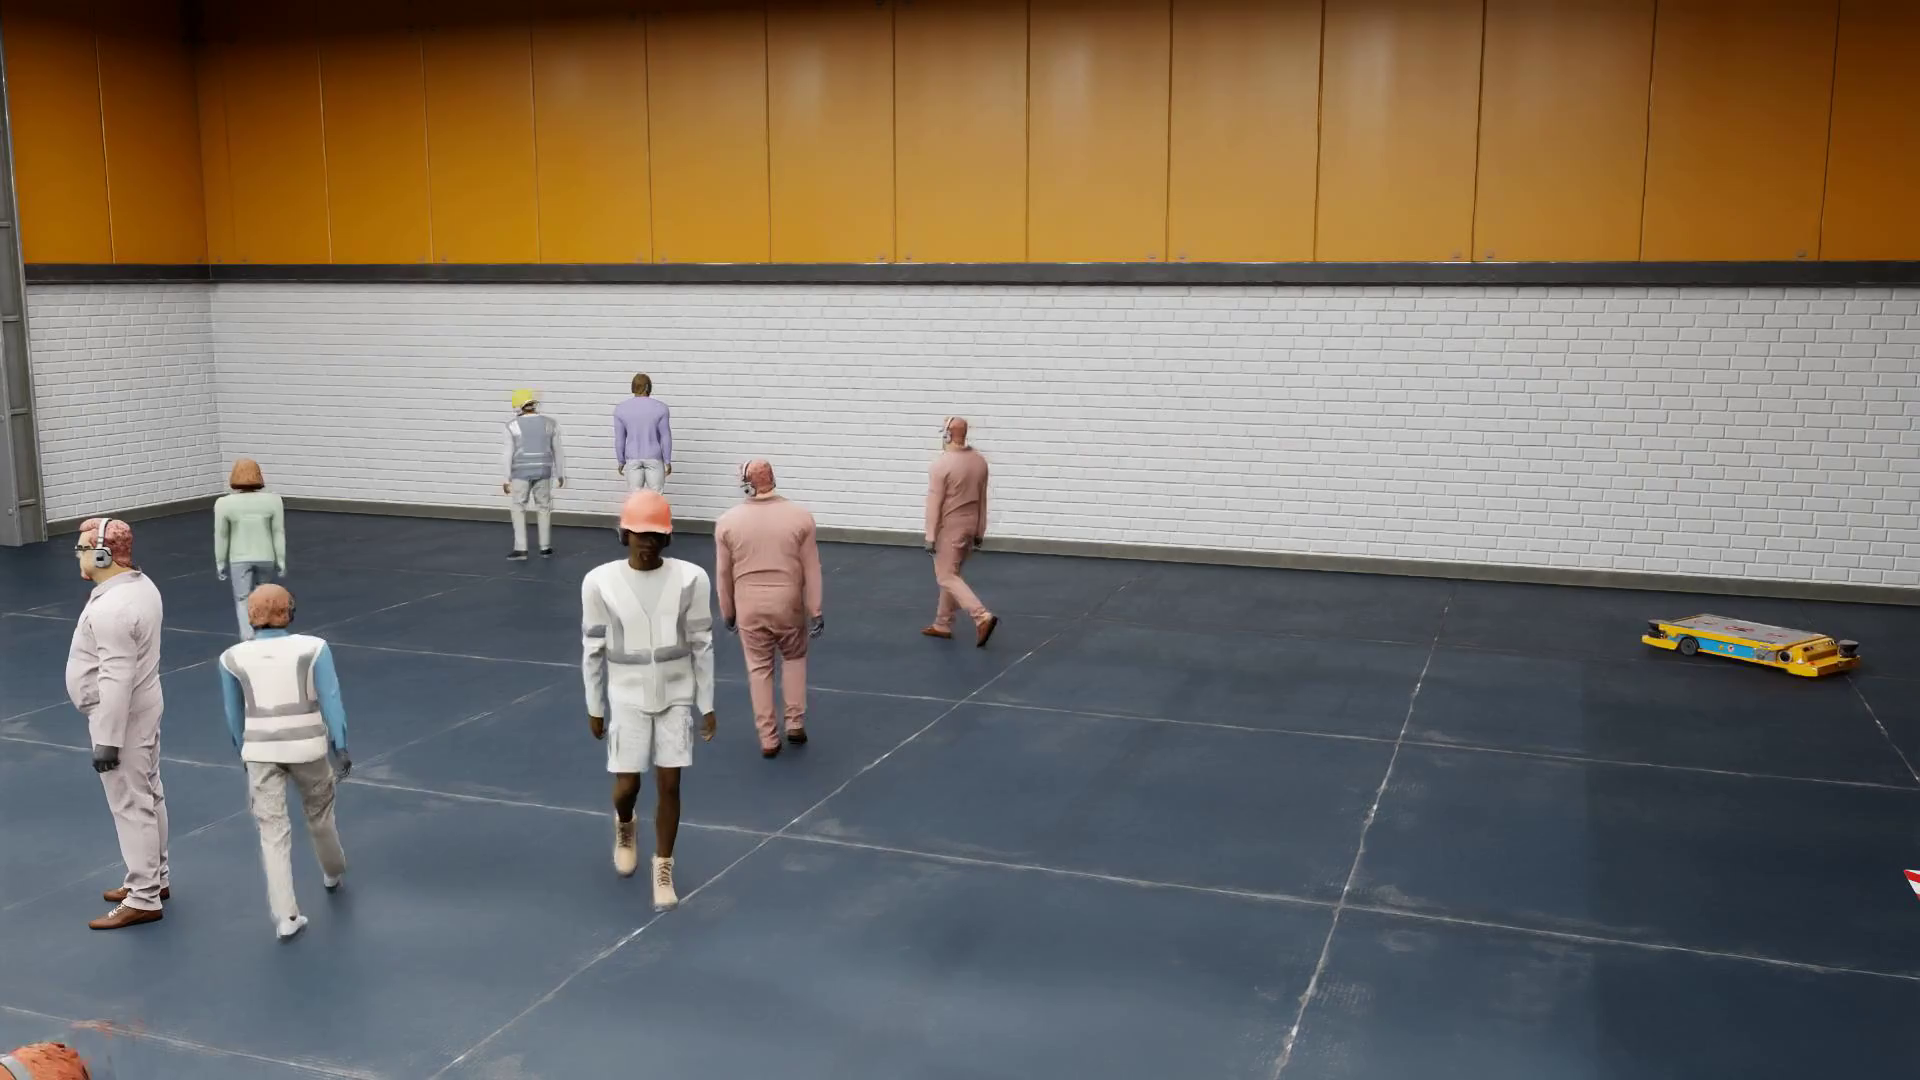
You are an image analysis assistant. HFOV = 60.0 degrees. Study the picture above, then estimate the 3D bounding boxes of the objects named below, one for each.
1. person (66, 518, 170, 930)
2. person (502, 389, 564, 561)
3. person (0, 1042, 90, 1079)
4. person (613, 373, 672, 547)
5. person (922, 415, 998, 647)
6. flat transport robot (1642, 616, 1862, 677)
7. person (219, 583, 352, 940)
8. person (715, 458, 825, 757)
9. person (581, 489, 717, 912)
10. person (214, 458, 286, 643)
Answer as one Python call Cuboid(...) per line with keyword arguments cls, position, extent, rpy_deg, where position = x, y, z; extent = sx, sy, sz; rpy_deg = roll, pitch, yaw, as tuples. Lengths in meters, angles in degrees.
Cuboid(cls="person", position=(-3.928, 0.842, 7.761), extent=(0.408, 1.909, 0.642), rpy_deg=(-3, 10, -16))
Cuboid(cls="person", position=(-4.528, -0.684, 17.547), extent=(0.762, 1.809, 0.429), rpy_deg=(-5, 11, -30))
Cuboid(cls="person", position=(-1.439, 1.704, 2.618), extent=(0.600, 1.830, 0.964), rpy_deg=(5, 10, 29))
Cuboid(cls="person", position=(-3.468, -0.864, 18.261), extent=(0.627, 1.934, 0.370), rpy_deg=(0, 9, -1))
Cuboid(cls="person", position=(-0.007, -0.075, 13.536), extent=(0.812, 1.878, 0.652), rpy_deg=(7, 12, 37))
Cuboid(cls="flat transport robot", position=(6.194, 0.805, 13.051), extent=(0.652, 0.197, 1.431), rpy_deg=(-6, 11, -35))
Cuboid(cls="person", position=(-3.130, 0.989, 7.804), extent=(0.559, 1.588, 0.854), rpy_deg=(-2, 9, -13))
Cuboid(cls="person", position=(-1.185, 0.417, 10.491), extent=(0.684, 1.873, 0.545), rpy_deg=(0, 9, 0))
Cuboid(cls="person", position=(-1.494, 0.744, 8.002), extent=(0.610, 2.023, 0.547), rpy_deg=(-3, 10, -16))
Cuboid(cls="person", position=(-5.461, 0.174, 12.831), extent=(0.504, 1.612, 0.704), rpy_deg=(-5, 10, -27))
